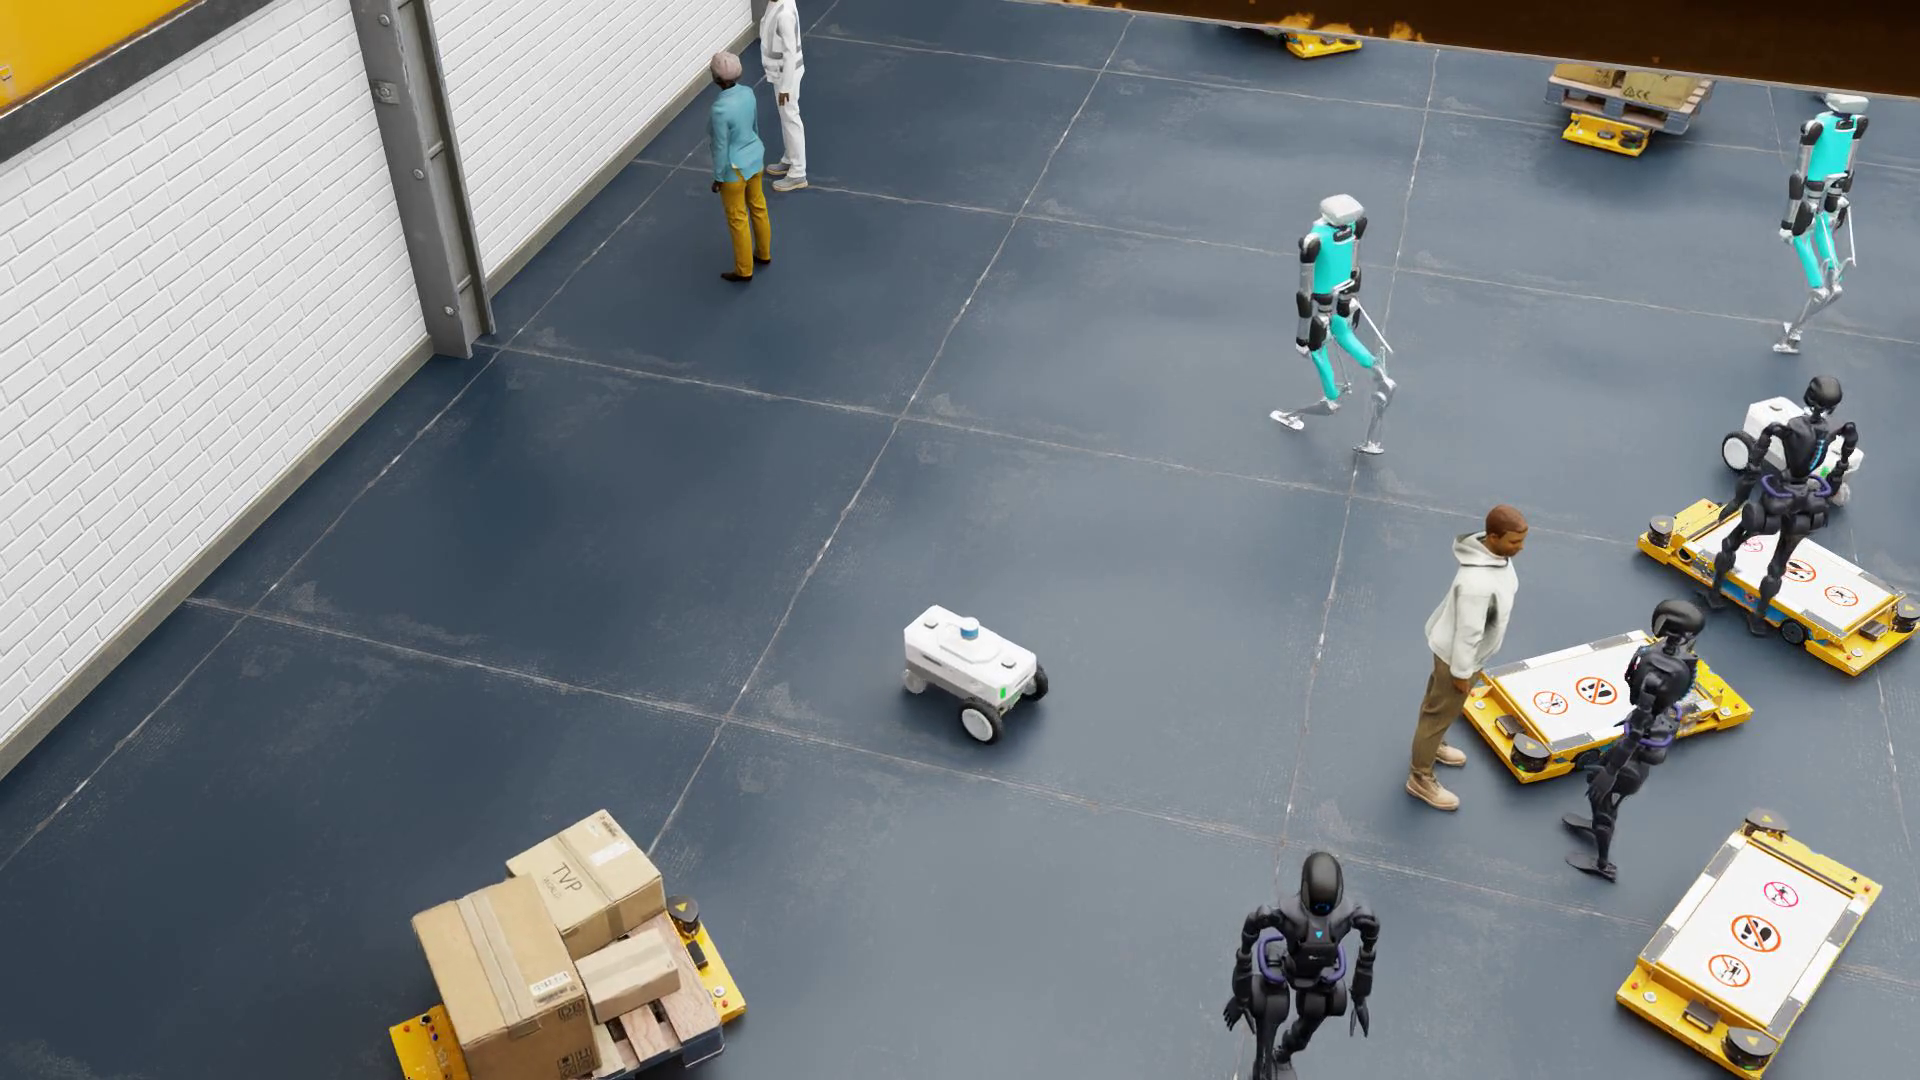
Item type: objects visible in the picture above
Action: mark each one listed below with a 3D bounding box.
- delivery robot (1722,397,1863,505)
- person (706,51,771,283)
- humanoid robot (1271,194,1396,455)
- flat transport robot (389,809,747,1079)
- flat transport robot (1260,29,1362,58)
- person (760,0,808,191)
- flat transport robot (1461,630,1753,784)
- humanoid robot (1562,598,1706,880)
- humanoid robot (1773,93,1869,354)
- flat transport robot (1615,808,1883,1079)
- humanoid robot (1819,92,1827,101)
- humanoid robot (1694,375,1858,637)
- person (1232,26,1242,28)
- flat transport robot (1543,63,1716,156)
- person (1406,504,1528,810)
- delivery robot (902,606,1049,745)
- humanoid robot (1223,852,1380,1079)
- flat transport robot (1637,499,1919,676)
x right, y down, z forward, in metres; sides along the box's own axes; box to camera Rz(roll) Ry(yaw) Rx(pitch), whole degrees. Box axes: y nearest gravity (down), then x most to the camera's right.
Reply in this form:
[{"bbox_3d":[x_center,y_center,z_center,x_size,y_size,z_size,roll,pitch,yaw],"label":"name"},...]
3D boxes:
[{"bbox_3d":[5.285,-0.573,10.480,0.499,0.583,0.767,-14,41,-17],"label":"delivery robot"},{"bbox_3d":[-1.645,-2.732,12.216,0.346,1.755,0.524,19,43,22],"label":"person"},{"bbox_3d":[2.462,-1.249,10.447,0.554,1.781,1.047,-27,46,-29],"label":"humanoid robot"},{"bbox_3d":[-1.739,2.108,7.382,1.431,0.231,0.659,-19,43,-23],"label":"flat transport robot"},{"bbox_3d":[3.295,-5.125,16.380,0.659,0.231,1.431,-14,41,-17],"label":"flat transport robot"},{"bbox_3d":[-1.429,-3.737,13.366,0.355,1.882,0.573,-7,39,-9],"label":"person"},{"bbox_3d":[3.457,0.864,8.930,1.431,0.231,0.659,-12,40,-15],"label":"flat transport robot"},{"bbox_3d":[3.085,0.928,7.726,0.398,1.653,0.609,22,44,25],"label":"humanoid robot"},{"bbox_3d":[6.029,-2.129,11.499,0.592,1.798,0.833,-15,41,-18],"label":"humanoid robot"},{"bbox_3d":[3.687,1.841,7.715,0.659,0.231,1.431,31,48,32],"label":"flat transport robot"},{"bbox_3d":[8.022,-4.690,14.712,0.589,1.656,0.335,-12,40,-15],"label":"humanoid robot"},{"bbox_3d":[4.535,-0.221,9.157,0.583,1.645,0.470,-1,39,-1],"label":"humanoid robot"},{"bbox_3d":[2.580,-5.828,16.094,0.499,1.710,0.549,32,48,33],"label":"person"},{"bbox_3d":[5.898,-3.805,14.737,0.659,0.231,1.431,23,44,26],"label":"flat transport robot"},{"bbox_3d":[2.449,0.534,8.144,0.373,1.765,0.519,15,41,18],"label":"person"},{"bbox_3d":[0.068,0.680,8.928,0.768,0.591,0.499,25,45,28],"label":"delivery robot"},{"bbox_3d":[1.365,1.826,6.628,0.585,1.632,0.684,0,39,0],"label":"humanoid robot"},{"bbox_3d":[4.781,0.220,9.731,0.659,0.231,1.431,-24,45,-27],"label":"flat transport robot"}]
